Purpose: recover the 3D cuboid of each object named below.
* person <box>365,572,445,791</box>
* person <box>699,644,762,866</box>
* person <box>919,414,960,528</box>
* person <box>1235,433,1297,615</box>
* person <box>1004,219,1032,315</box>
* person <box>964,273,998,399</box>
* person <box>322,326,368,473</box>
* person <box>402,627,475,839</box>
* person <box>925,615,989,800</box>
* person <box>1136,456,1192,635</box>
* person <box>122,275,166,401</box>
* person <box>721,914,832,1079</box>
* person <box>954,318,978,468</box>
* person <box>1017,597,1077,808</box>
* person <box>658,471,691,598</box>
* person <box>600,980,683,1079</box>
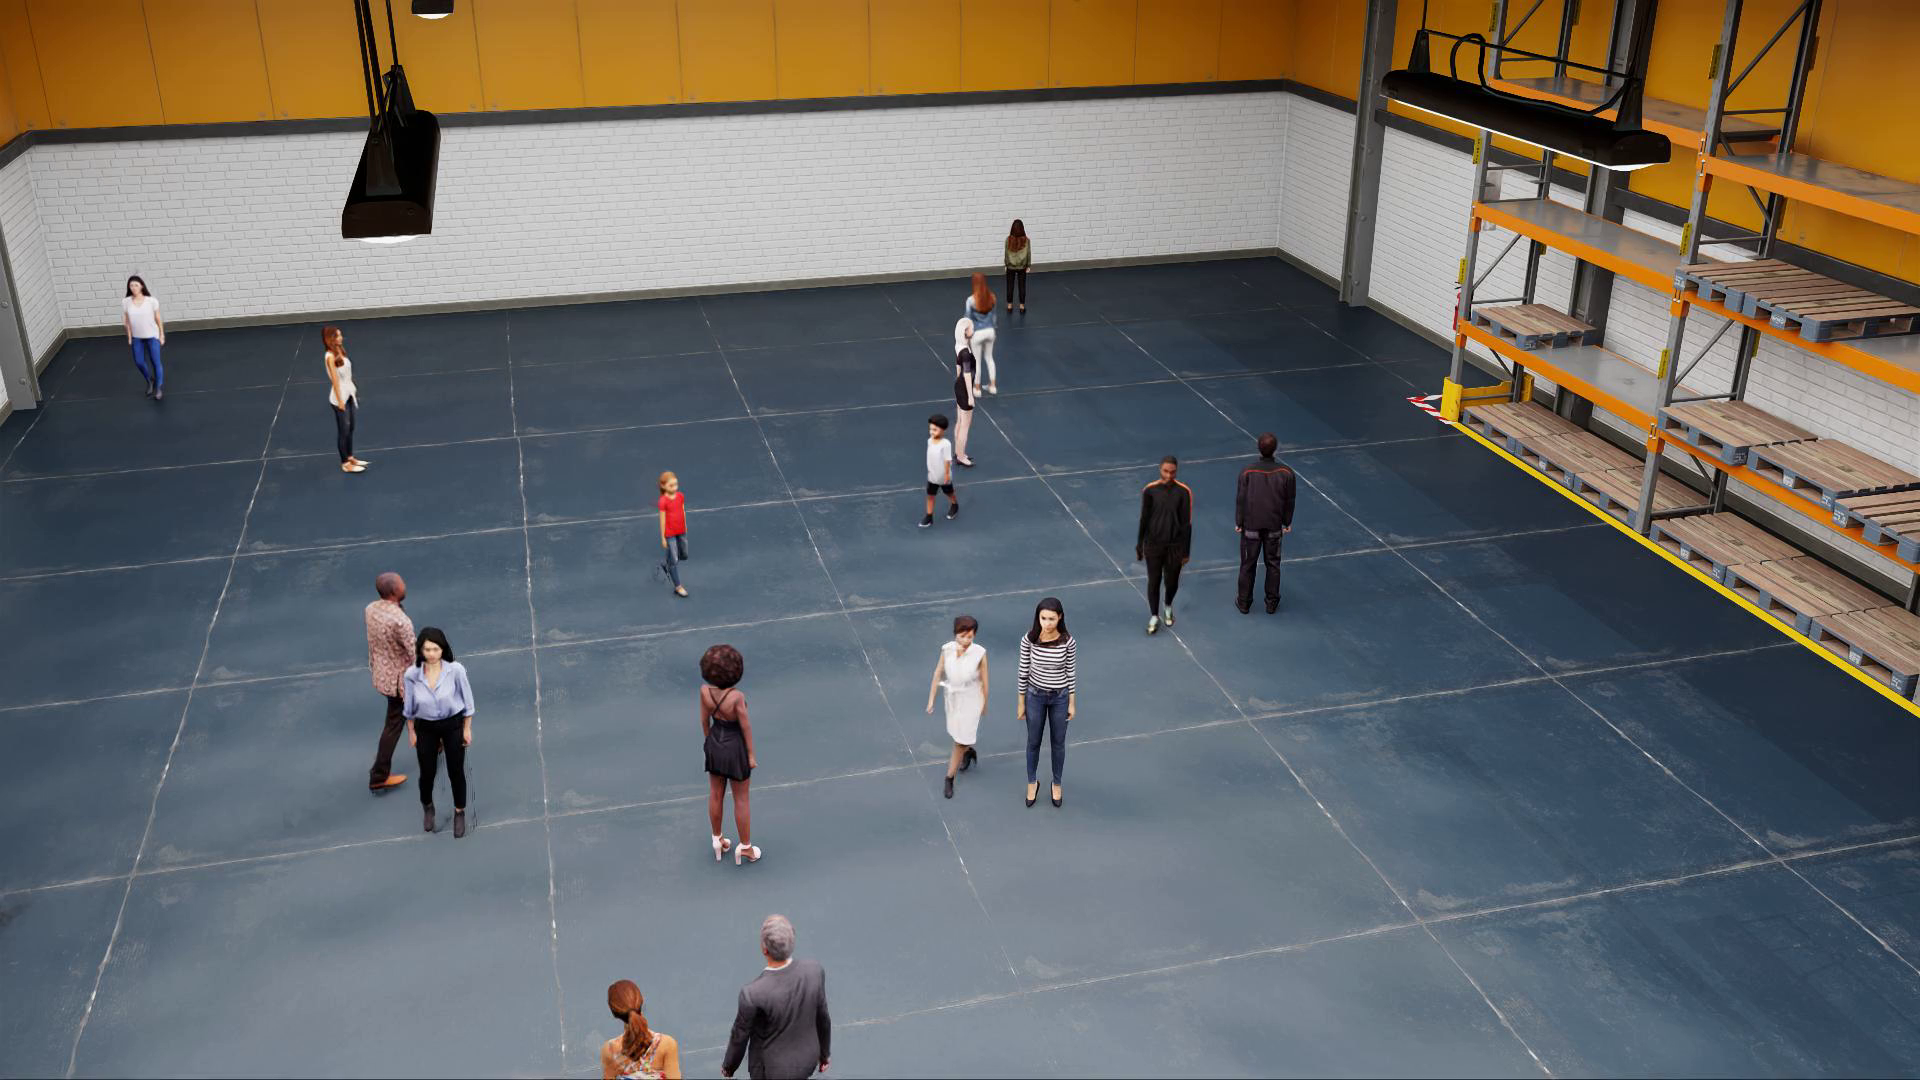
[{"bbox_3d":[-4.540,1.152,13.206,1.235,1.757,1.171,21,31,39],"label":"person"},{"bbox_3d":[-1.705,1.575,12.201,0.658,1.787,0.709,11,26,24],"label":"person"},{"bbox_3d":[-0.180,-0.787,18.280,0.849,1.245,0.889,14,27,29],"label":"person"},{"bbox_3d":[2.928,-0.160,16.104,0.789,1.840,0.696,1,24,2],"label":"person"},{"bbox_3d":[0.883,-4.274,25.970,0.623,1.475,0.589,0,24,1],"label":"person"},{"bbox_3d":[0.310,-2.710,22.120,0.713,1.694,0.685,-13,27,-28],"label":"person"},{"bbox_3d":[-7.305,-1.672,19.630,0.700,1.786,0.543,0,24,-1],"label":"person"},{"bbox_3d":[-3.913,1.426,12.607,0.689,1.734,0.614,-2,24,-5],"label":"person"},{"bbox_3d":[0.049,1.259,13.267,0.884,1.513,0.950,14,27,28],"label":"person"},{"bbox_3d":[1.952,0.014,15.762,0.795,1.795,0.835,6,24,14],"label":"person"},{"bbox_3d":[-10.799,-2.695,22.104,0.616,1.679,0.598,-5,24,-11],"label":"person"},{"bbox_3d":[-0.929,2.919,9.121,1.075,1.792,1.302,-19,30,-37],"label":"person"},{"bbox_3d":[0.039,-1.755,19.768,0.637,1.829,0.417,-6,24,-14],"label":"person"},{"bbox_3d":[0.680,1.262,12.905,0.646,1.796,0.588,1,24,3],"label":"person"},{"bbox_3d":[-2.895,-0.079,16.596,0.770,1.298,0.662,21,31,39],"label":"person"},{"bbox_3d":[-1.586,3.142,8.660,0.673,1.752,0.722,3,24,6],"label":"person"}]
